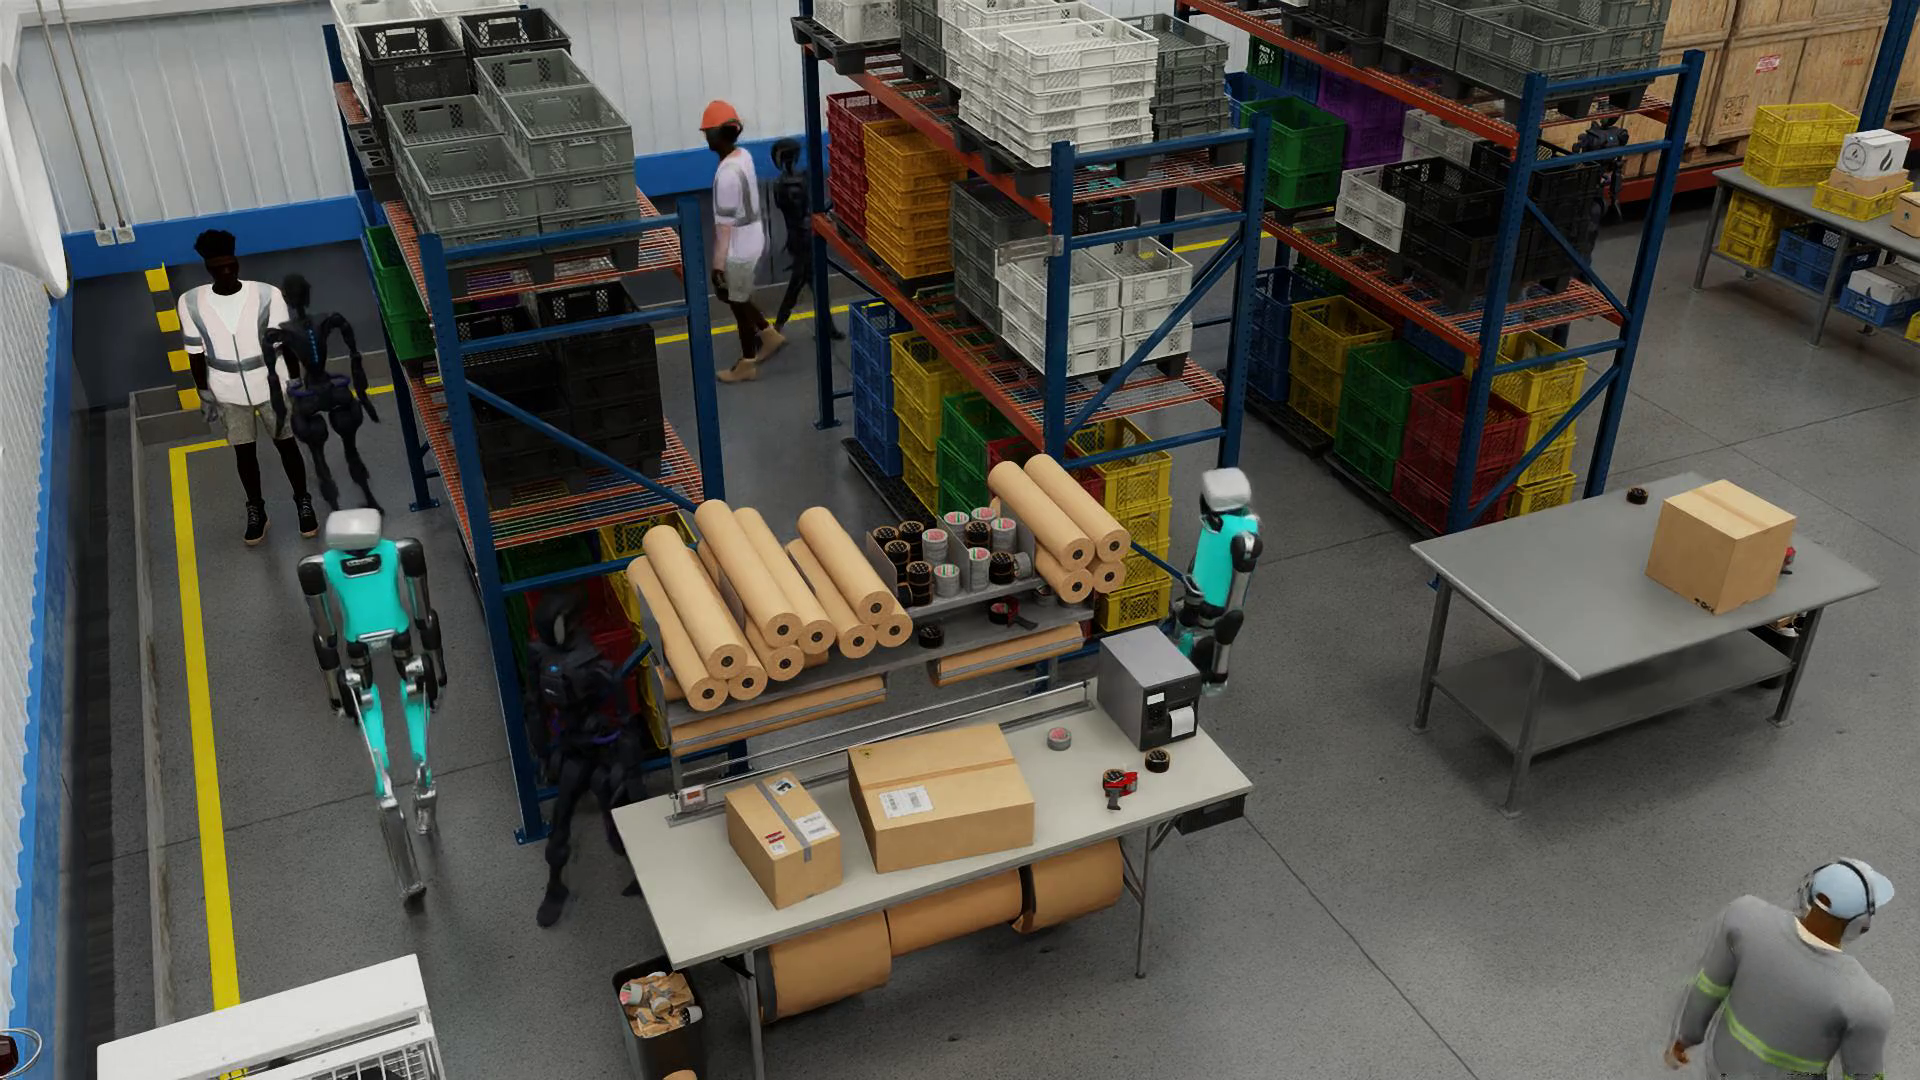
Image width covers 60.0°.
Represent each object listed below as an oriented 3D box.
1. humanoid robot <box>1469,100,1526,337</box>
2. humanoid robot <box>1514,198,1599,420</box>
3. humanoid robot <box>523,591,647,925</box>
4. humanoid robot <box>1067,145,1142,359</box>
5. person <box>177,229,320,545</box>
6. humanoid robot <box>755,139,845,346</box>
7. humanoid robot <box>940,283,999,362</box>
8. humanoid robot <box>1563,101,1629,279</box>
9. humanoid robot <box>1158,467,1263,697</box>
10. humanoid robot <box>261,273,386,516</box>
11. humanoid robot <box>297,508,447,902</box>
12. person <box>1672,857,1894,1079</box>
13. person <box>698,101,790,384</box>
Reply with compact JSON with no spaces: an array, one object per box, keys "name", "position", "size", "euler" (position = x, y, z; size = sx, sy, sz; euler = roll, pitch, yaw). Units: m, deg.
[{"name":"humanoid robot","position":[4.072,-2.270,12.353],"size":[0.543,1.867,0.810],"euler":[-11,33,-18]},{"name":"humanoid robot","position":[4.003,-1.608,11.242],"size":[0.607,1.649,0.432],"euler":[-19,36,-28]},{"name":"humanoid robot","position":[-1.596,0.951,7.122],"size":[0.608,1.640,0.532],"euler":[14,34,22]},{"name":"humanoid robot","position":[0.998,-2.077,11.957],"size":[0.531,1.813,0.681],"euler":[1,32,1]},{"name":"person","position":[-4.183,-0.893,9.803],"size":[0.612,1.964,0.361],"euler":[-9,33,-13]},{"name":"humanoid robot","position":[-1.220,-2.159,12.156],"size":[0.741,1.618,0.595],"euler":[-8,32,-12]},{"name":"humanoid robot","position":[0.140,-2.004,11.874],"size":[0.813,1.815,0.533],"euler":[22,38,32]},{"name":"humanoid robot","position":[4.872,-2.633,12.891],"size":[0.599,1.655,0.315],"euler":[-13,34,-20]},{"name":"humanoid robot","position":[0.947,0.497,7.749],"size":[0.776,1.773,0.583],"euler":[-6,32,-10]},{"name":"humanoid robot","position":[-3.804,-0.794,9.927],"size":[0.609,1.648,0.329],"euler":[-22,38,-31]},{"name":"humanoid robot","position":[-2.484,0.803,7.299],"size":[0.535,1.797,0.923],"euler":[-11,33,-18]},{"name":"person","position":[2.781,1.772,5.628],"size":[0.983,1.792,0.610],"euler":[-15,35,-23]},{"name":"person","position":[-1.550,-2.042,11.623],"size":[0.462,2.015,0.633],"euler":[-1,32,-2]}]
